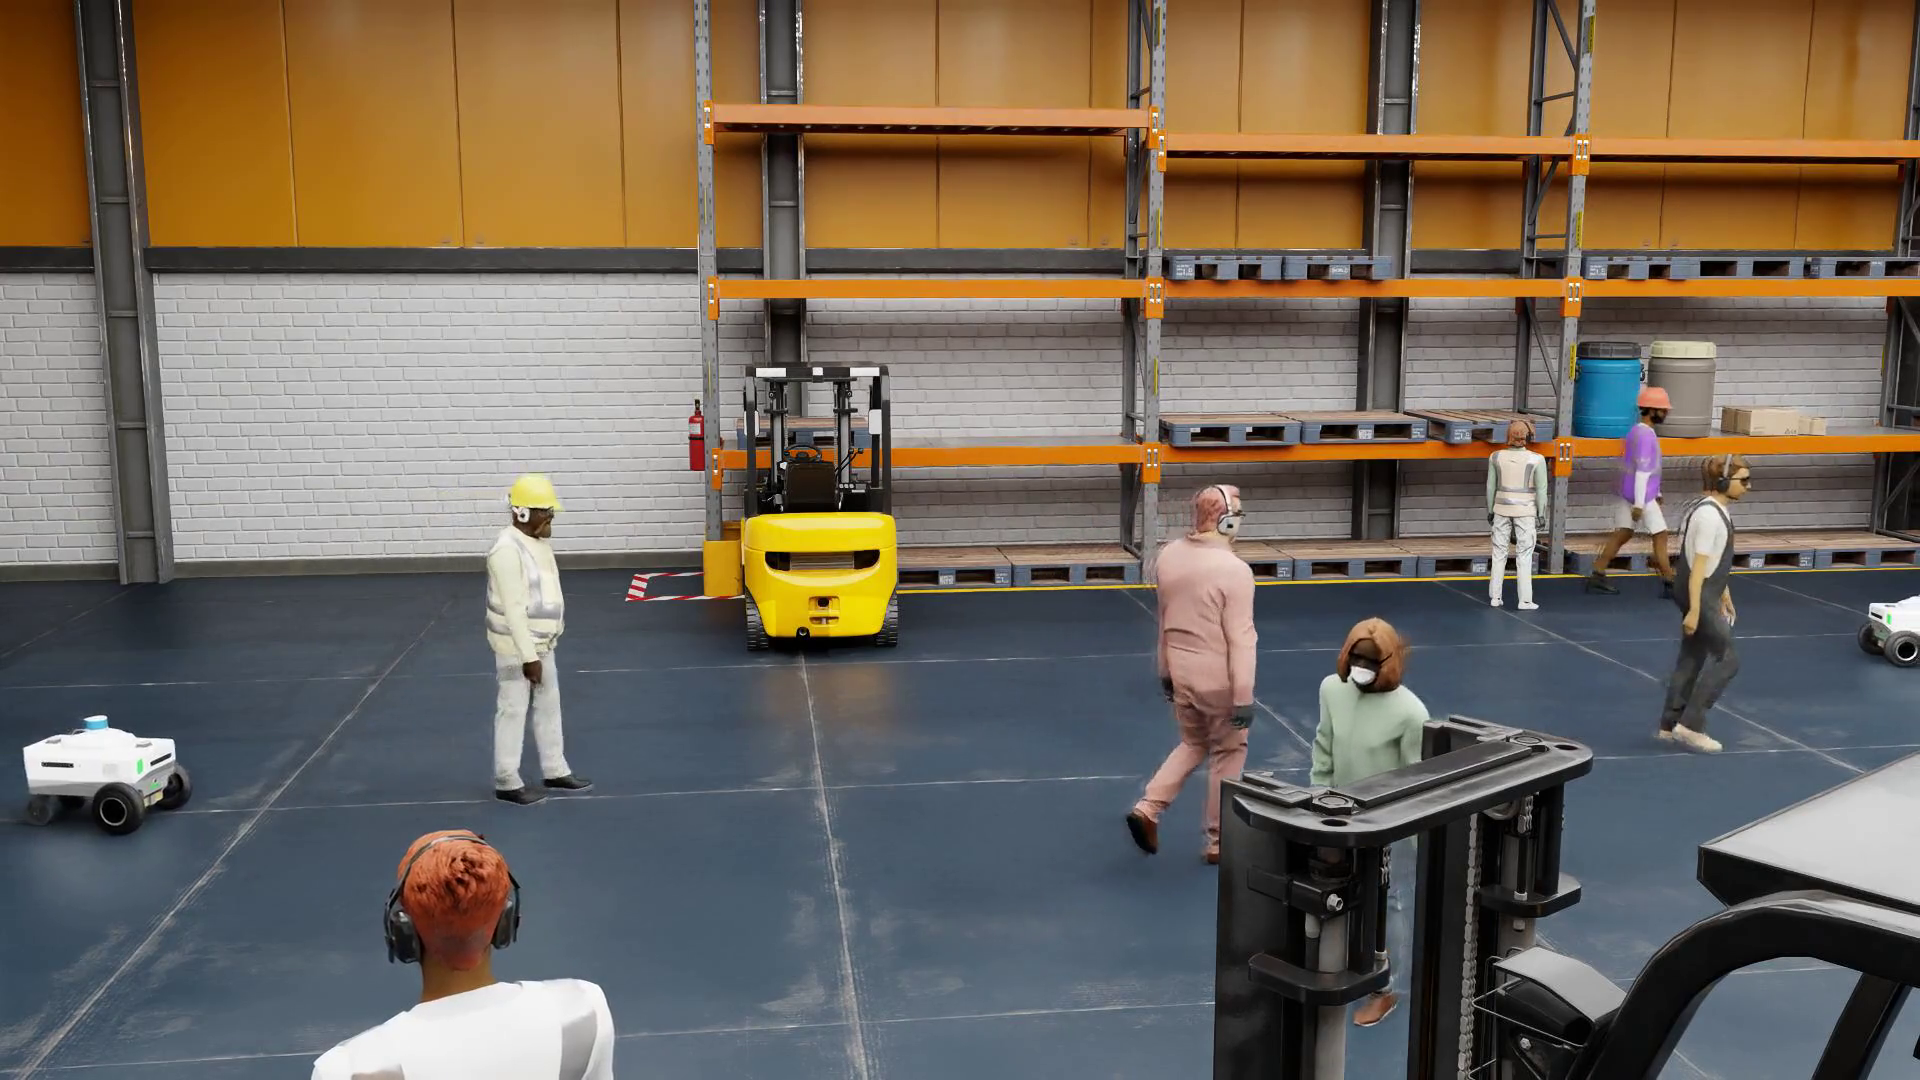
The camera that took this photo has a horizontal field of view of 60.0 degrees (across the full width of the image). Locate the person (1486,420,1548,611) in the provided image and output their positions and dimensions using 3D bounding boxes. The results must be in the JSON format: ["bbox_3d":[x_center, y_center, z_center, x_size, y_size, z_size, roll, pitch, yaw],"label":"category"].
[{"bbox_3d":[4.768,-0.209,14.273,0.523,1.639,0.306,7,12,38],"label":"person"}]

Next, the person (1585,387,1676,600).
[{"bbox_3d":[6.078,-0.412,14.765,0.938,1.896,0.556,2,9,10],"label":"person"}]

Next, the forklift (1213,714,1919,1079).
[{"bbox_3d":[1.441,1.425,2.350,1.214,2.155,2.313,-7,12,-39],"label":"forklift"}]

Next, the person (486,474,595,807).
[{"bbox_3d":[-2.318,0.545,9.041,0.470,1.829,0.603,1,9,7],"label":"person"}]

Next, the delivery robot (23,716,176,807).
[{"bbox_3d":[-4.526,1.170,8.752,0.707,0.478,0.477,1,9,8],"label":"delivery robot"}]

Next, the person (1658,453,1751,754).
[{"bbox_3d":[4.492,0.385,9.998,0.515,1.826,0.518,4,10,22],"label":"person"}]

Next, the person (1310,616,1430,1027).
[{"bbox_3d":[1.564,1.070,6.344,0.373,1.609,0.526,-7,12,-38],"label":"person"}]

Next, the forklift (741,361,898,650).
[{"bbox_3d":[-1.154,-0.340,13.365,1.214,2.155,2.313,-1,9,-7],"label":"forklift"}]

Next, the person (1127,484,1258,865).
[{"bbox_3d":[1.169,0.669,8.023,0.604,1.886,0.660,-6,11,-31],"label":"person"}]

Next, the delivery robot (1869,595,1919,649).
[{"bbox_3d":[7.160,0.596,12.334,0.707,0.478,0.477,1,9,4],"label":"delivery robot"}]

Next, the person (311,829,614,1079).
[{"bbox_3d":[-0.898,1.458,3.105,0.583,1.882,0.338,-7,12,-38],"label":"person"}]
